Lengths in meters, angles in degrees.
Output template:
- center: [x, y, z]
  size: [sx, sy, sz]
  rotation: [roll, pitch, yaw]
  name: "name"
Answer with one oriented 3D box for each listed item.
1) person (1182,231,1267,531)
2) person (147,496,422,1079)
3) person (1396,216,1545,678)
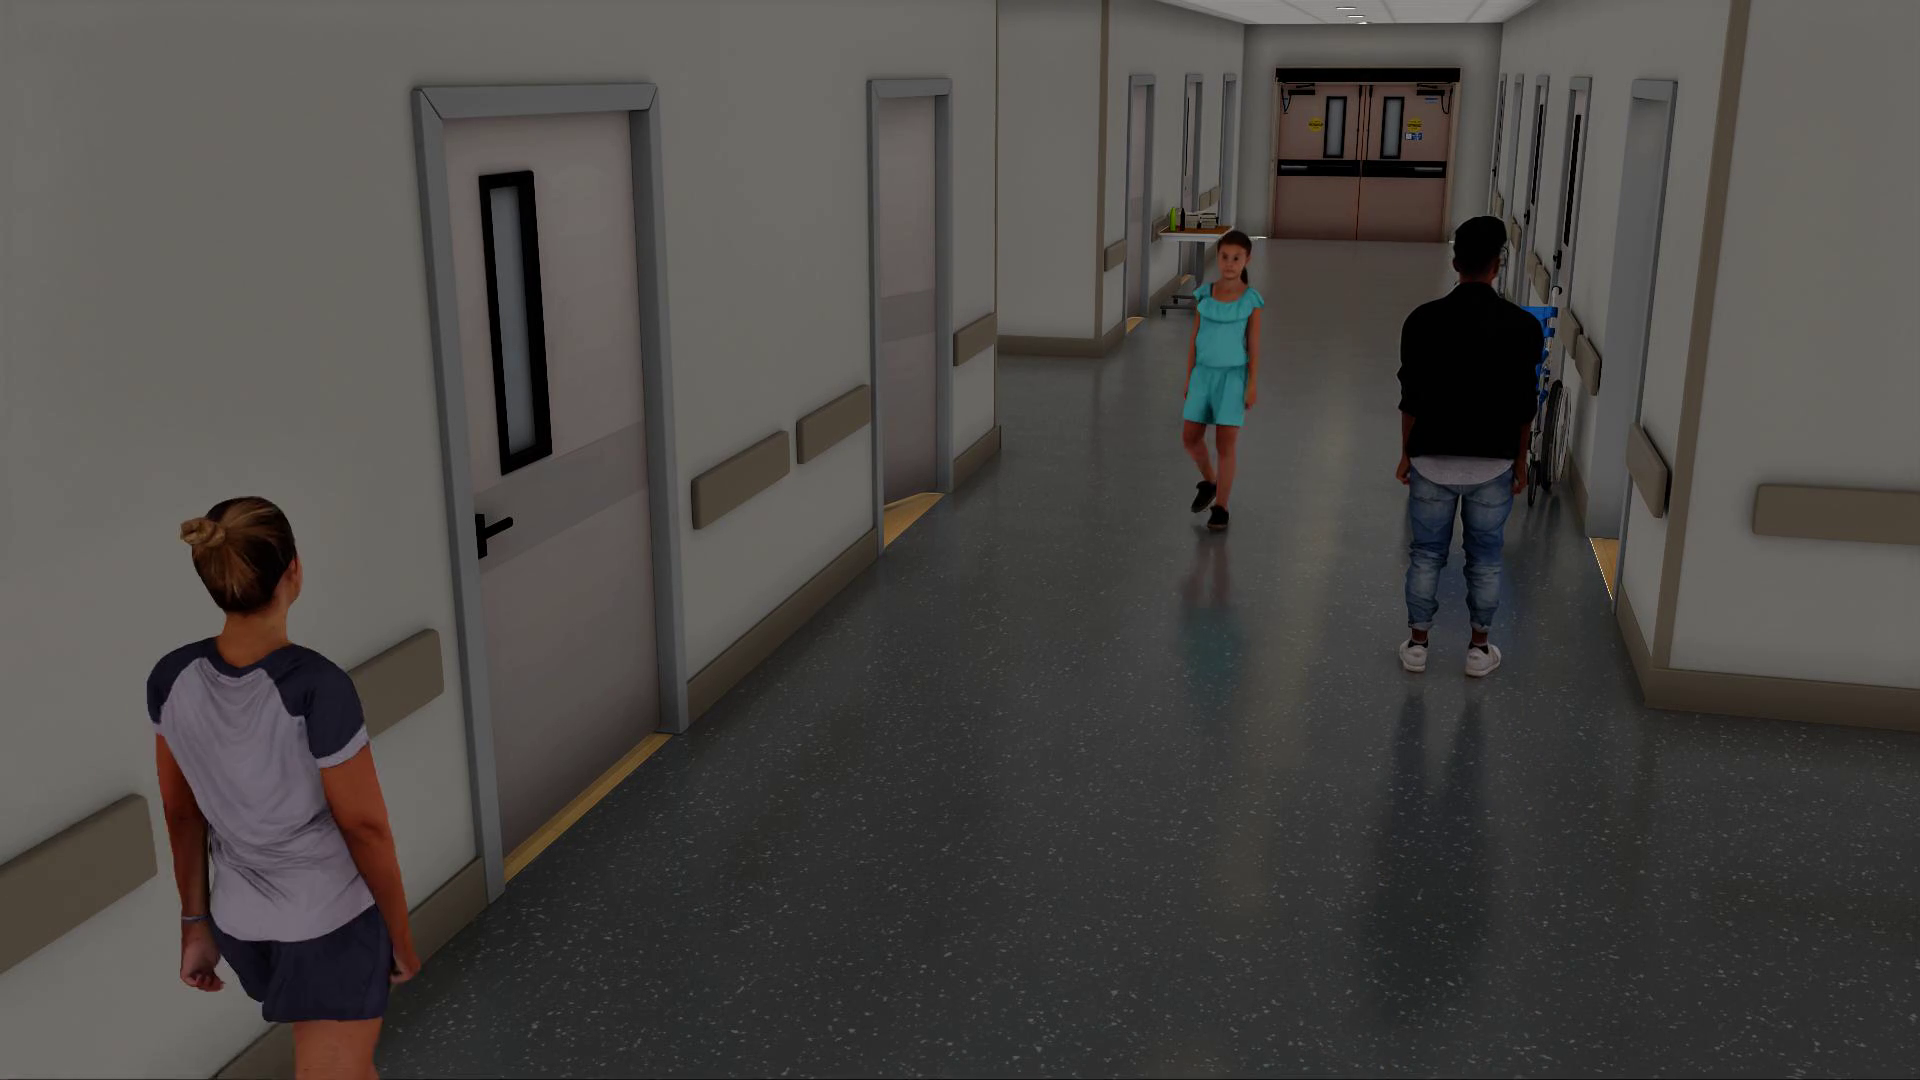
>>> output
- center: [1.398, -0.858, 8.808]
  size: [0.670, 1.554, 0.760]
  rotation: [8, 18, 27]
  name: "person"
- center: [-1.247, 0.753, 3.043]
  size: [0.618, 1.583, 1.050]
  rotation: [5, 16, 17]
  name: "person"
- center: [1.981, -0.294, 6.571]
  size: [0.702, 1.683, 0.605]
  rotation: [5, 17, 19]
  name: "person"
